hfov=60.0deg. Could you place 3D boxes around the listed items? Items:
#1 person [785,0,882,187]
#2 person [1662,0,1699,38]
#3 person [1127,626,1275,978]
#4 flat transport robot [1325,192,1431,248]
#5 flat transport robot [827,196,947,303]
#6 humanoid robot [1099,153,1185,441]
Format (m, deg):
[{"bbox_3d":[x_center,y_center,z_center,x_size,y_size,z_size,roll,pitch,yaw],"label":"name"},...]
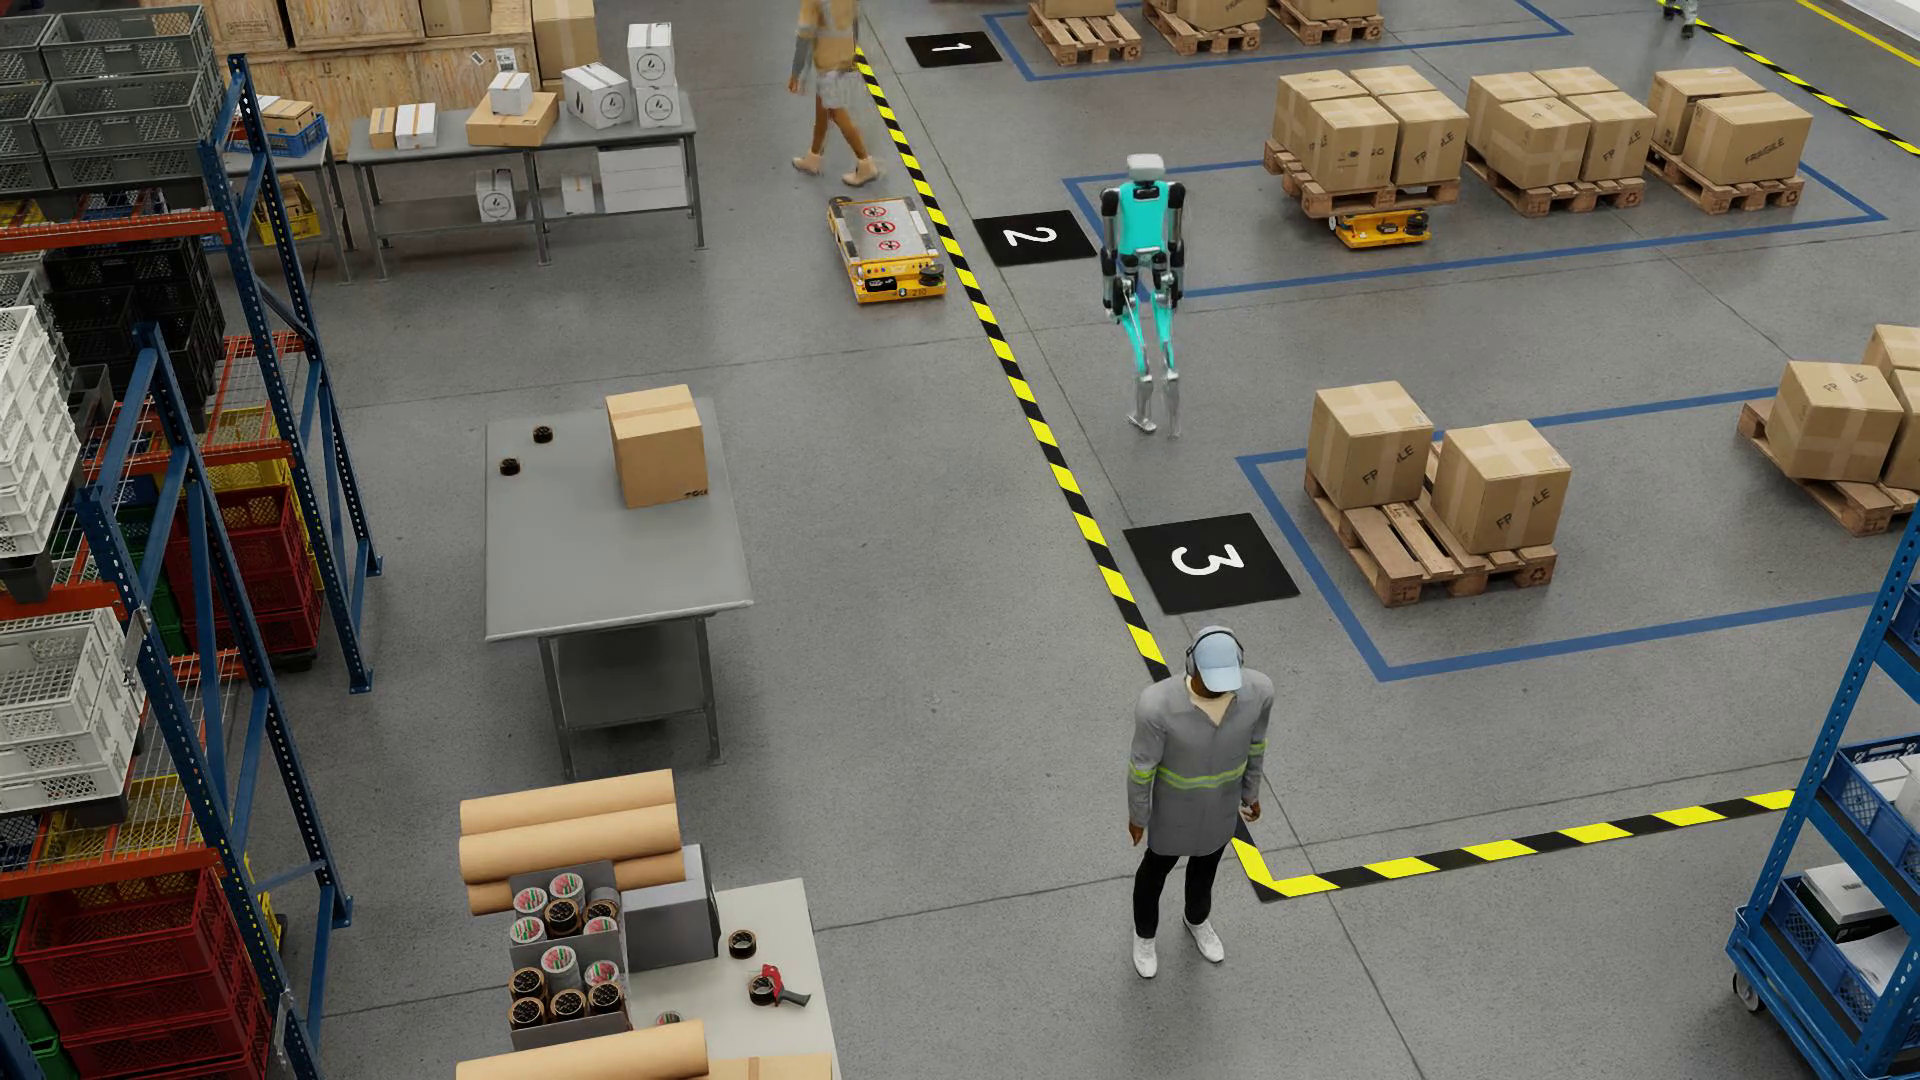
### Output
[{"bbox_3d":[-0.998,-3.794,13.211,0.861,1.987,0.740,21,41,25],"label":"person"},{"bbox_3d":[7.147,-5.859,16.160,0.610,1.781,0.945,7,37,10],"label":"person"},{"bbox_3d":[0.969,1.075,6.782,0.596,1.850,0.398,-9,38,-12],"label":"person"},{"bbox_3d":[3.134,-2.740,13.213,0.652,0.197,1.431,-8,37,-10],"label":"flat transport robot"},{"bbox_3d":[-0.570,-2.220,12.538,0.659,0.231,1.431,-8,37,-10],"label":"flat transport robot"},{"bbox_3d":[1.172,-1.383,10.252,0.540,1.849,0.817,-8,37,-10],"label":"humanoid robot"}]
